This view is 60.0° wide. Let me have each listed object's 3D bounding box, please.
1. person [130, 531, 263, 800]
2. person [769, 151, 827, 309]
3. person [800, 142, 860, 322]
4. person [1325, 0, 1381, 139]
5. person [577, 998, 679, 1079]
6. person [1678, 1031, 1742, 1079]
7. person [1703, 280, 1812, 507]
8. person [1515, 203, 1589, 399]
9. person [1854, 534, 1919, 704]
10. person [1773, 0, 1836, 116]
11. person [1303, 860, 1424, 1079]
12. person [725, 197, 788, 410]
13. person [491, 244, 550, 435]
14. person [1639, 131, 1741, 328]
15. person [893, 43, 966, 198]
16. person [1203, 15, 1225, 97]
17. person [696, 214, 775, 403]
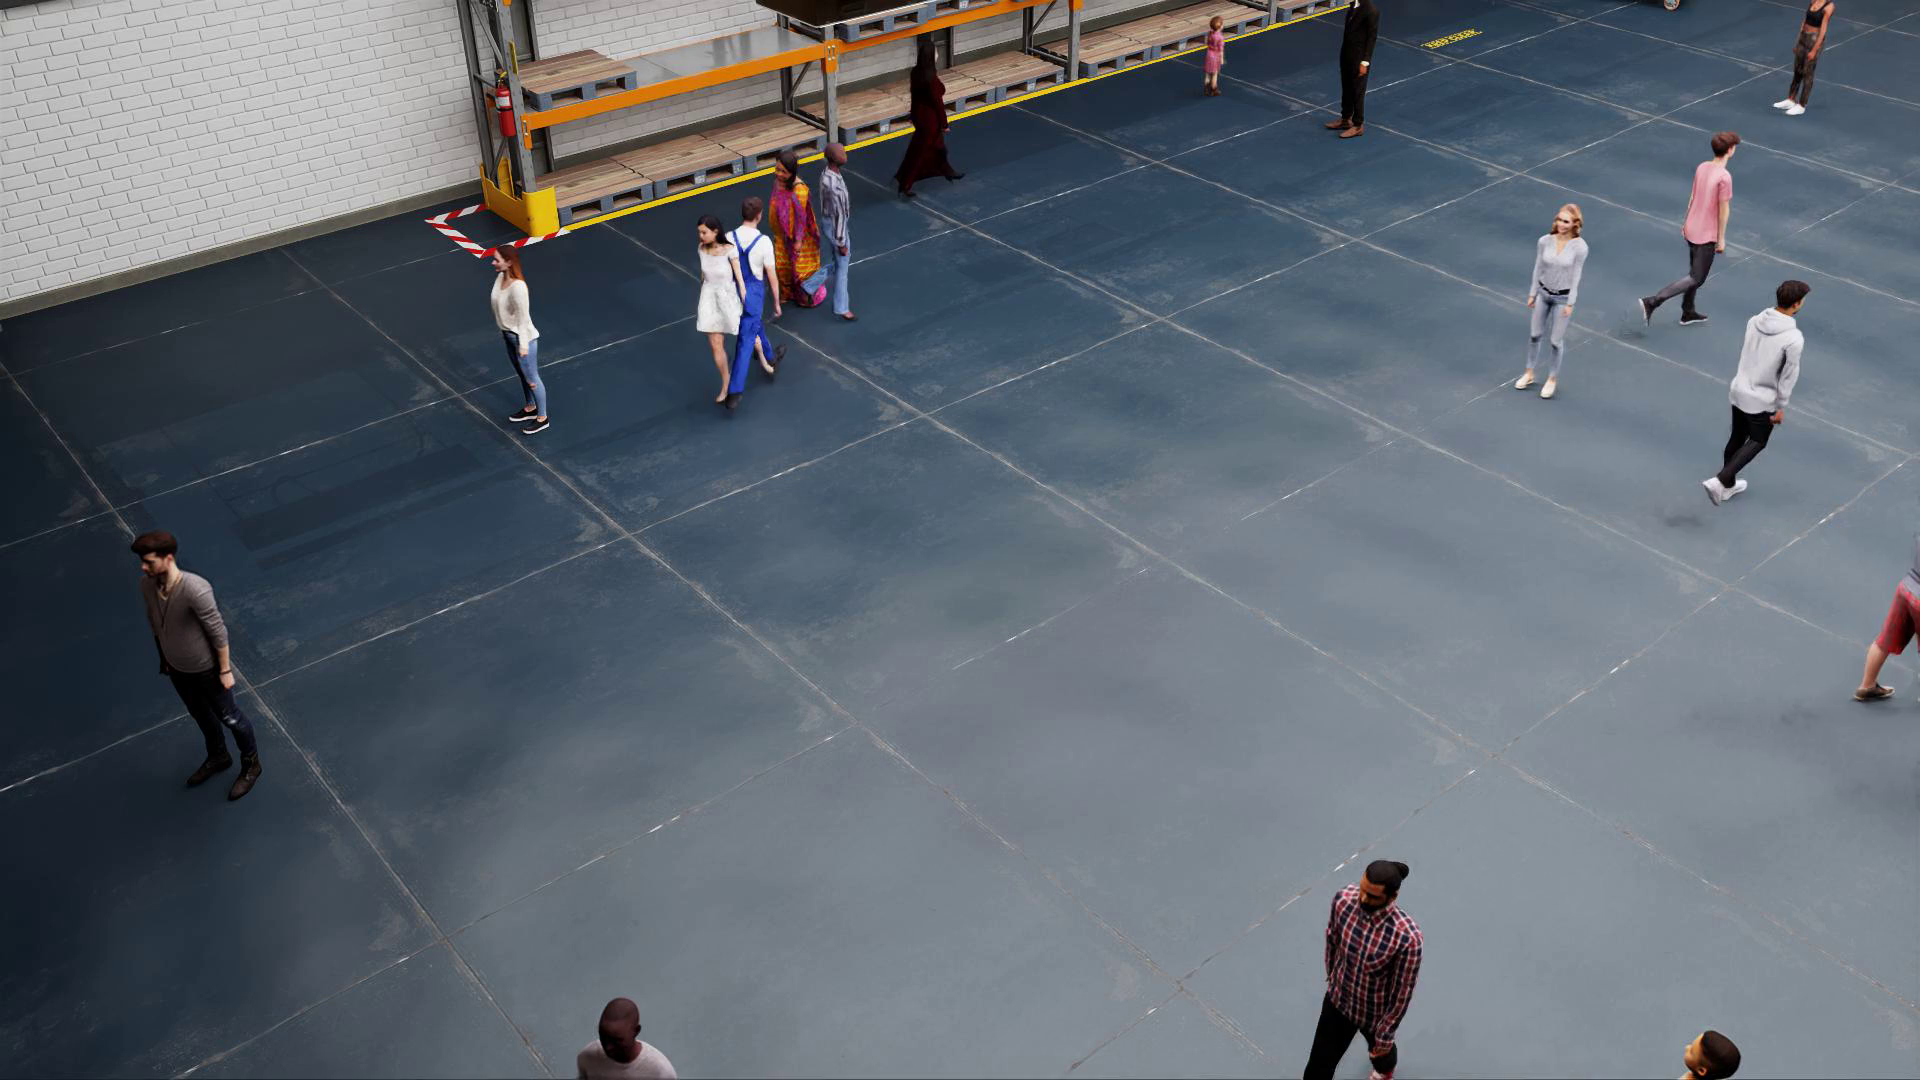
[{"bbox_3d":[-4.682,0.744,10.216,0.777,1.903,0.748,12,36,18],"label":"person"},{"bbox_3d":[-1.567,-3.019,16.112,0.757,1.643,0.643,-18,38,-25],"label":"person"},{"bbox_3d":[-1.271,-2.897,15.803,0.918,1.782,0.832,-5,34,-8],"label":"person"},{"bbox_3d":[4.809,-5.860,20.150,0.754,1.904,0.790,-10,35,-14],"label":"person"},{"bbox_3d":[-1.436,2.674,7.430,0.697,1.771,0.726,7,34,11],"label":"person"},{"bbox_3d":[3.284,2.759,7.579,0.648,1.465,0.507,24,40,31],"label":"person"},{"bbox_3d":[6.146,-1.105,12.993,1.009,1.907,0.801,-16,37,-22],"label":"person"},{"bbox_3d":[5.223,-2.118,14.622,0.616,1.792,0.567,27,42,34],"label":"person"},{"bbox_3d":[6.260,0.419,10.949,0.999,1.633,0.862,-5,34,-7],"label":"person"},{"bbox_3d":[10.678,-6.212,20.863,0.683,1.700,0.661,-5,34,-8],"label":"person"},{"bbox_3d":[2.034,2.221,8.151,0.788,1.729,1.127,26,42,34],"label":"person"},{"bbox_3d":[-1.903,-2.008,14.477,1.106,1.768,1.389,9,35,13],"label":"person"},{"bbox_3d":[-3.737,-1.718,14.110,0.576,1.691,0.636,-20,39,-27],"label":"person"},{"bbox_3d":[6.884,-2.851,15.595,1.174,1.936,0.980,-6,34,-9],"label":"person"},{"bbox_3d":[-0.453,-4.595,18.429,1.217,1.702,0.890,-14,36,-20],"label":"person"},{"bbox_3d":[3.302,-6.295,21.599,0.453,1.024,0.434,-22,40,-30],"label":"person"},{"bbox_3d":[-2.023,-2.052,14.566,0.939,1.742,1.081,10,35,15],"label":"person"}]
